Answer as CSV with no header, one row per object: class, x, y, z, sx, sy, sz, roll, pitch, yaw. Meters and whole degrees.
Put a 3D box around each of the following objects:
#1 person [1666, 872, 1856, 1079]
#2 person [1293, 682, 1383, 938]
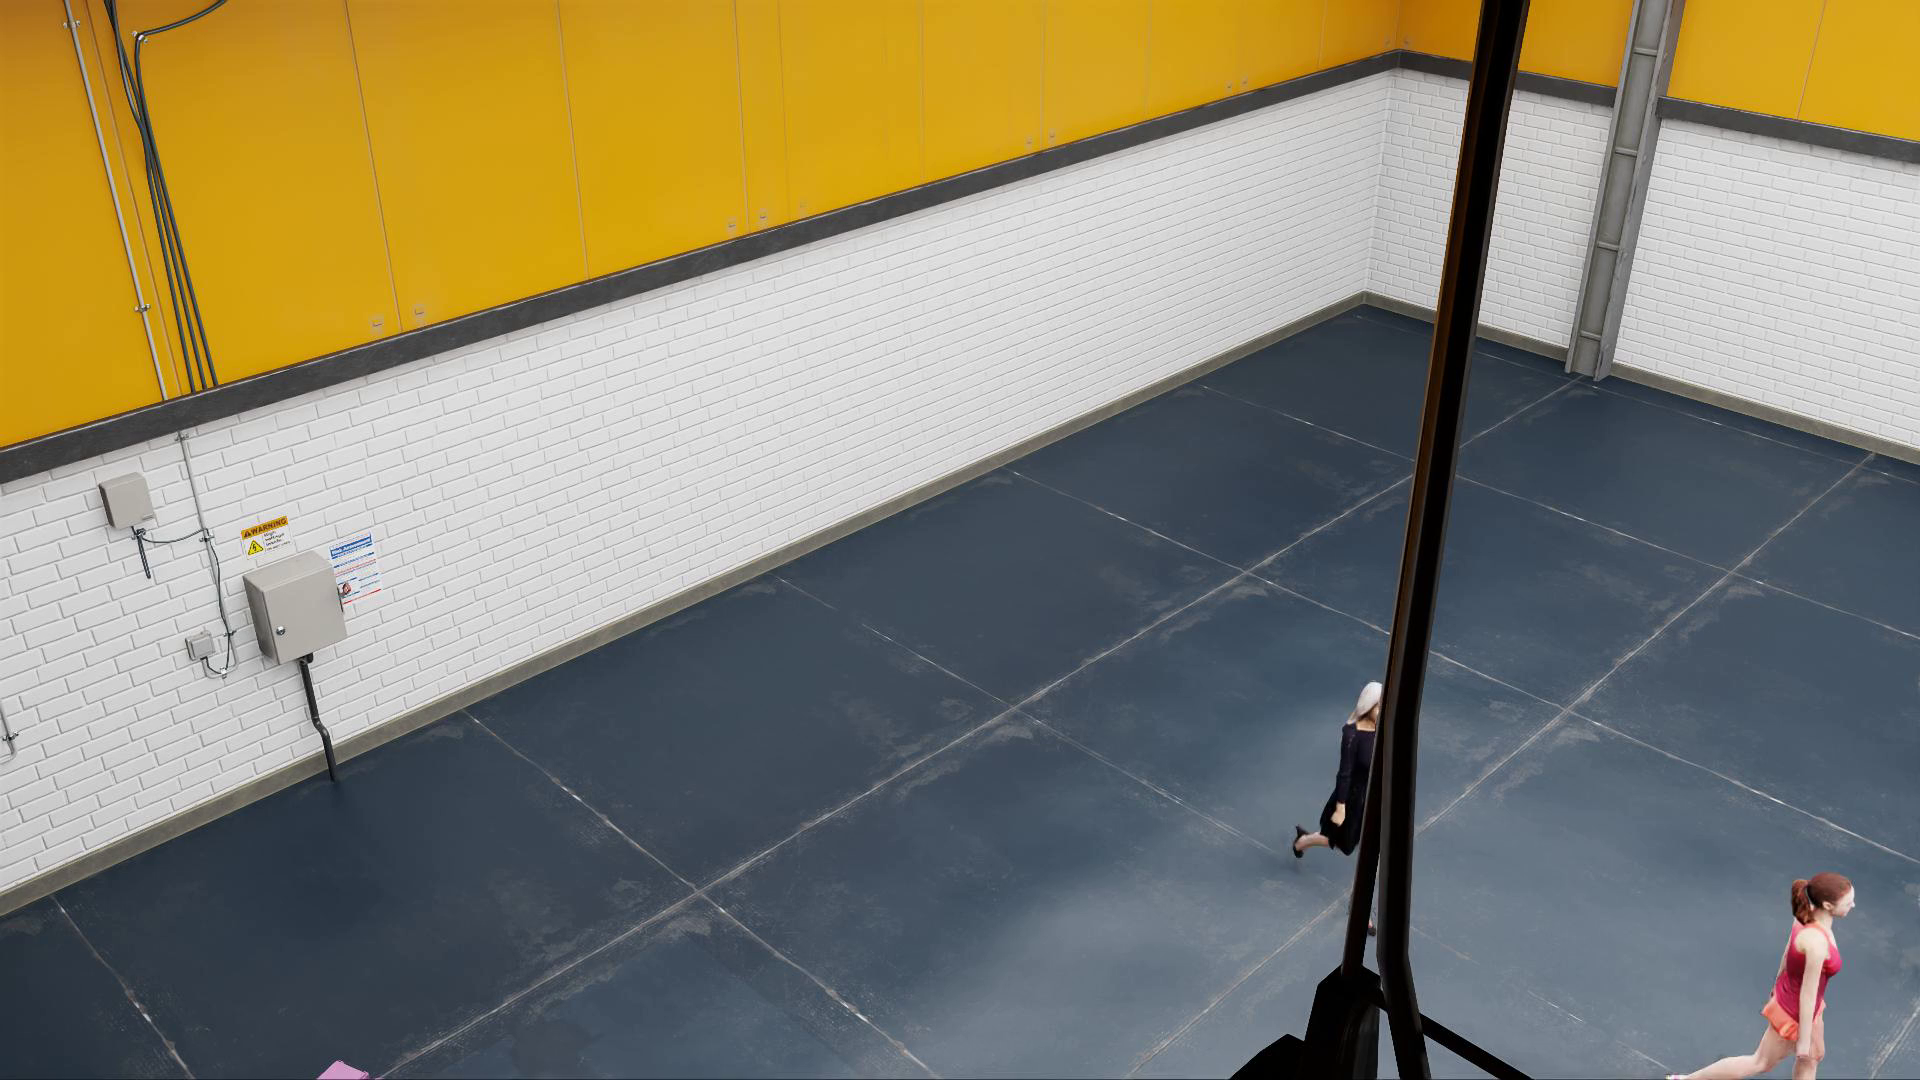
person,4.303,2.454,8.760,1.210,1.717,0.917,10,30,17
person,2.423,1.597,10.323,0.774,1.725,1.101,-15,32,-26
